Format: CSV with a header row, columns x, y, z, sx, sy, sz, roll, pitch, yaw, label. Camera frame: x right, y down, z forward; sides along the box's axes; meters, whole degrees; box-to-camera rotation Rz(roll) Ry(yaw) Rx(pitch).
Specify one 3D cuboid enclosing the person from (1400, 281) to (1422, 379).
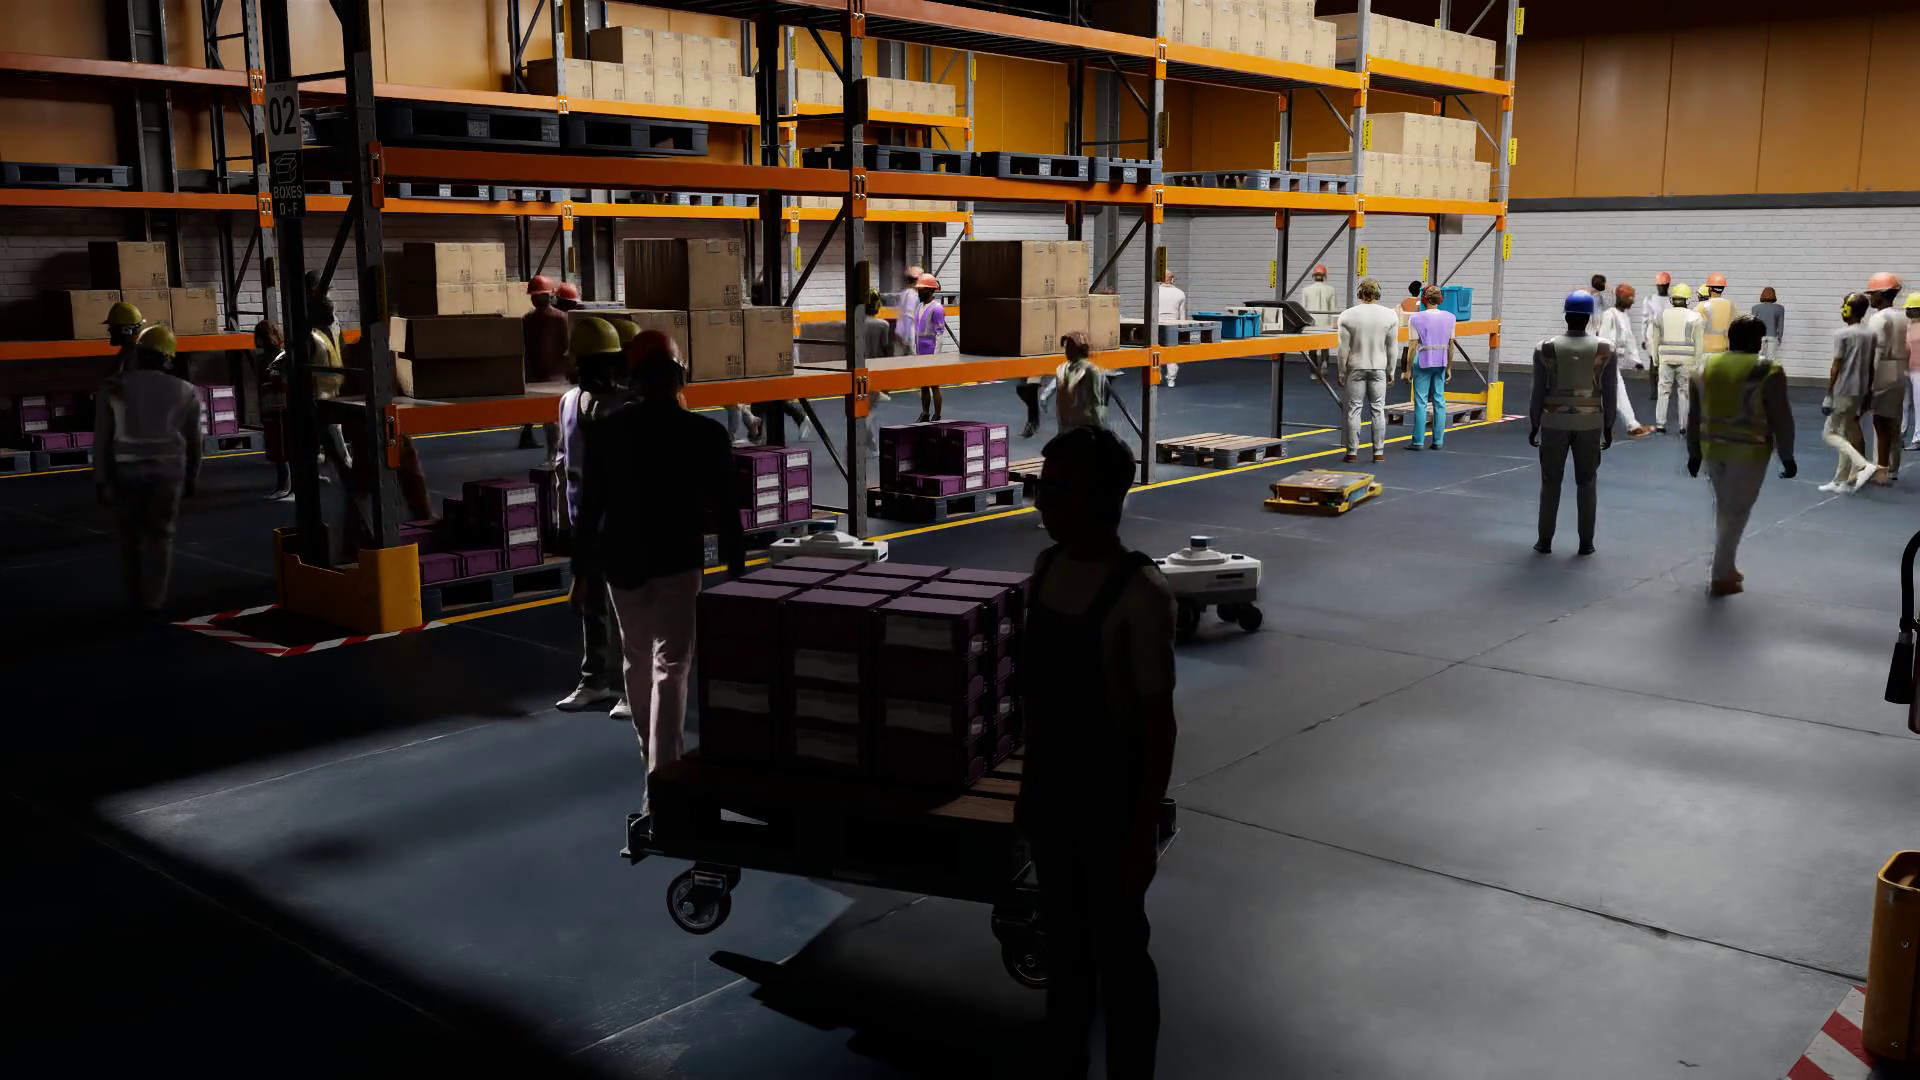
x,y,z,sx,sy,sz,roll,pitch,yaw,label
7.765,-3.581,28.468,0.318,1.700,0.535,-7,12,-34,person

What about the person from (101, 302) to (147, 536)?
x,y,z,sx,sy,sz,roll,pitch,yaw,label
-6.494,-0.943,13.067,0.403,1.834,0.588,-6,12,-30,person

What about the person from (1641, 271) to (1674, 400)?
x,y,z,sx,sy,sz,roll,pitch,yaw,label
10.484,-3.064,24.897,0.556,1.917,0.601,4,11,20,person

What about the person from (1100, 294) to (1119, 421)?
x,y,z,sx,sy,sz,roll,pitch,yaw,label
1.828,-2.375,21.703,0.553,1.651,0.878,4,11,21,person

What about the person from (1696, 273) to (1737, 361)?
x,y,z,sx,sy,sz,roll,pitch,yaw,label
9.677,-2.462,21.419,0.552,1.937,0.356,-2,10,-11,person

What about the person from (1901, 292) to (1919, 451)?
x,y,z,sx,sy,sz,roll,pitch,yaw,label
10.644,-1.878,18.598,0.329,1.764,0.524,-2,10,-12,person

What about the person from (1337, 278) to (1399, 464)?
x,y,z,sx,sy,sz,roll,pitch,yaw,label
4.257,-1.762,17.430,0.632,1.940,0.372,1,10,7,person

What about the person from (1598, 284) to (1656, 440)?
x,y,z,sx,sy,sz,roll,pitch,yaw,label
7.799,-2.114,19.720,1.010,1.823,0.605,8,13,37,person

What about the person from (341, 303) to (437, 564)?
x,y,z,sx,sy,sz,roll,pitch,yaw,label
-4.091,-0.773,12.011,0.667,1.855,0.980,8,13,37,person

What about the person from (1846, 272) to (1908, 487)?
x,y,z,sx,sy,sz,roll,pitch,yaw,label
8.636,-1.516,15.774,0.632,2.024,0.541,-7,12,-34,person

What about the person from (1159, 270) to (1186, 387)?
x,y,z,sx,sy,sz,roll,pitch,yaw,label
3.328,-3.416,26.987,0.653,1.896,0.400,0,10,-2,person

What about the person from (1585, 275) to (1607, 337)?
x,y,z,sx,sy,sz,roll,pitch,yaw,label
10.829,-3.654,28.616,0.503,1.804,0.691,1,10,4,person

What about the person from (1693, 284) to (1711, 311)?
x,y,z,sx,sy,sz,roll,pitch,yaw,label
10.218,-2.640,22.920,0.328,1.767,0.532,0,10,1,person

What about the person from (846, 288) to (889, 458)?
x,y,z,sx,sy,sz,roll,pitch,yaw,label
-1.008,-1.743,17.635,0.518,1.844,0.806,5,11,28,person

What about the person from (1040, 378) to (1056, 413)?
x,y,z,sx,sy,sz,roll,pitch,yaw,label
1.389,-2.474,22.112,0.543,1.709,0.533,-9,13,-41,person

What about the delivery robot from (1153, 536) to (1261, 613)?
x,y,z,sx,sy,sz,roll,pitch,yaw,label
1.409,0.219,9.820,0.707,0.478,0.477,-3,11,-19,delivery robot

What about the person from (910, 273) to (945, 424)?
x,y,z,sx,sy,sz,roll,pitch,yaw,label
-0.412,-2.328,20.643,0.353,1.942,0.545,-7,12,-34,person

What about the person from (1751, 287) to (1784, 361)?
x,y,z,sx,sy,sz,roll,pitch,yaw,label
12.947,-3.242,26.727,0.507,1.631,0.271,2,10,12,person

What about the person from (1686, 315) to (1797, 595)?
x,y,z,sx,sy,sz,roll,pitch,yaw,label
5.161,-0.557,10.930,0.732,1.819,0.640,-6,11,-29,person

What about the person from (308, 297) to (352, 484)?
x,y,z,sx,sy,sz,roll,pitch,yaw,label
-5.955,-1.401,15.750,0.865,1.794,0.753,0,10,0,person

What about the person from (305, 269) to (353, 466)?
x,y,z,sx,sy,sz,roll,pitch,yaw,label
-6.651,-1.800,17.355,0.688,2.000,0.536,6,12,32,person

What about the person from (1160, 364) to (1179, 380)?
x,y,z,sx,sy,sz,roll,pitch,yaw,label
3.413,-3.621,28.305,0.563,1.842,0.563,4,11,20,person

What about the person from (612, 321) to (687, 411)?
x,y,z,sx,sy,sz,roll,pitch,yaw,label
-1.697,-0.178,8.611,0.629,1.878,0.589,0,10,0,person

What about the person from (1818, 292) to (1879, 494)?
x,y,z,sx,sy,sz,roll,pitch,yaw,label
8.118,-1.316,15.110,0.529,1.859,0.568,-4,11,-23,person

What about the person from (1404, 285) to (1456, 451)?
x,y,z,sx,sy,sz,roll,pitch,yaw,label
5.223,-1.902,18.489,0.570,1.845,0.383,-3,10,-15,person

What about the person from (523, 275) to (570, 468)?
x,y,z,sx,sy,sz,roll,pitch,yaw,label
-4.214,-1.679,16.832,0.635,1.973,0.504,7,12,33,person

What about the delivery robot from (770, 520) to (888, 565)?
x,y,z,sx,sy,sz,roll,pitch,yaw,label
-0.821,0.118,10.399,0.707,0.478,0.477,2,10,13,delivery robot

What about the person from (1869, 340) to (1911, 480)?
x,y,z,sx,sy,sz,roll,pitch,yaw,label
8.979,-1.379,16.099,0.525,1.639,0.307,-7,12,-34,person

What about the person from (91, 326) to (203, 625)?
x,y,z,sx,sy,sz,roll,pitch,yaw,label
-4.944,-0.405,10.162,0.614,1.778,0.888,-4,11,-22,person

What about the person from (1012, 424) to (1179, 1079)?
x,y,z,sx,sy,sz,roll,pitch,yaw,label
0.307,0.638,4.029,0.348,1.847,0.505,-6,12,-32,person

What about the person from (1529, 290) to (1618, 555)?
x,y,z,sx,sy,sz,roll,pitch,yaw,label
4.510,-0.859,12.260,0.614,1.947,0.388,3,10,16,person

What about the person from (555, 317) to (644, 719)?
x,y,z,sx,sy,sz,roll,pitch,yaw,label
-1.721,-0.106,8.033,0.588,1.927,0.366,5,11,28,person

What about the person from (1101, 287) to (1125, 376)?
x,y,z,sx,sy,sz,roll,pitch,yaw,label
2.434,-3.678,29.392,0.928,1.568,0.521,1,10,8,person

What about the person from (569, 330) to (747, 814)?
x,y,z,sx,sy,sz,roll,pitch,yaw,label
-1.220,0.113,6.840,0.697,1.913,1.090,1,10,4,person

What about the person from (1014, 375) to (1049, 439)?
x,y,z,sx,sy,sz,roll,pitch,yaw,label
0.872,-2.198,19.946,0.600,1.940,0.833,5,11,25,person

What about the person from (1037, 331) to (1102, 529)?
x,y,z,sx,sy,sz,roll,pitch,yaw,label
1.004,-0.903,13.502,0.806,1.603,0.522,-9,13,-41,person

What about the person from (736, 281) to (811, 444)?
x,y,z,sx,sy,sz,roll,pitch,yaw,label
-2.157,-2.039,19.159,0.839,1.887,0.616,-3,10,-16,person

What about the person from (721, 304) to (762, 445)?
x,y,z,sx,sy,sz,roll,pitch,yaw,label
-2.485,-1.946,18.546,0.637,1.917,0.750,7,12,35,person

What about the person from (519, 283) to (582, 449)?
x,y,z,sx,sy,sz,roll,pitch,yaw,label
-4.522,-1.952,18.731,1.002,1.855,0.557,-4,11,-21,person

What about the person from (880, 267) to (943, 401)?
x,y,z,sx,sy,sz,roll,pitch,yaw,label
-0.804,-3.018,24.487,1.072,1.984,0.660,-3,10,-16,person

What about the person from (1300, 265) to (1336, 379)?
x,y,z,sx,sy,sz,roll,pitch,yaw,label
6.157,-3.740,28.604,0.614,1.972,0.508,1,10,6,person

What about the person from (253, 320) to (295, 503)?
x,y,z,sx,sy,sz,roll,pitch,yaw,label
-6.080,-1.142,14.797,0.494,1.624,0.288,7,12,36,person

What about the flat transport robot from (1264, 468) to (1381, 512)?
x,y,z,sx,sy,sz,roll,pitch,yaw,label
3.219,-0.446,14.684,0.652,0.197,1.431,5,11,28,flat transport robot

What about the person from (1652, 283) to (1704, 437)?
x,y,z,sx,sy,sz,roll,pitch,yaw,label
8.623,-2.159,19.988,0.586,1.835,0.403,8,13,39,person
